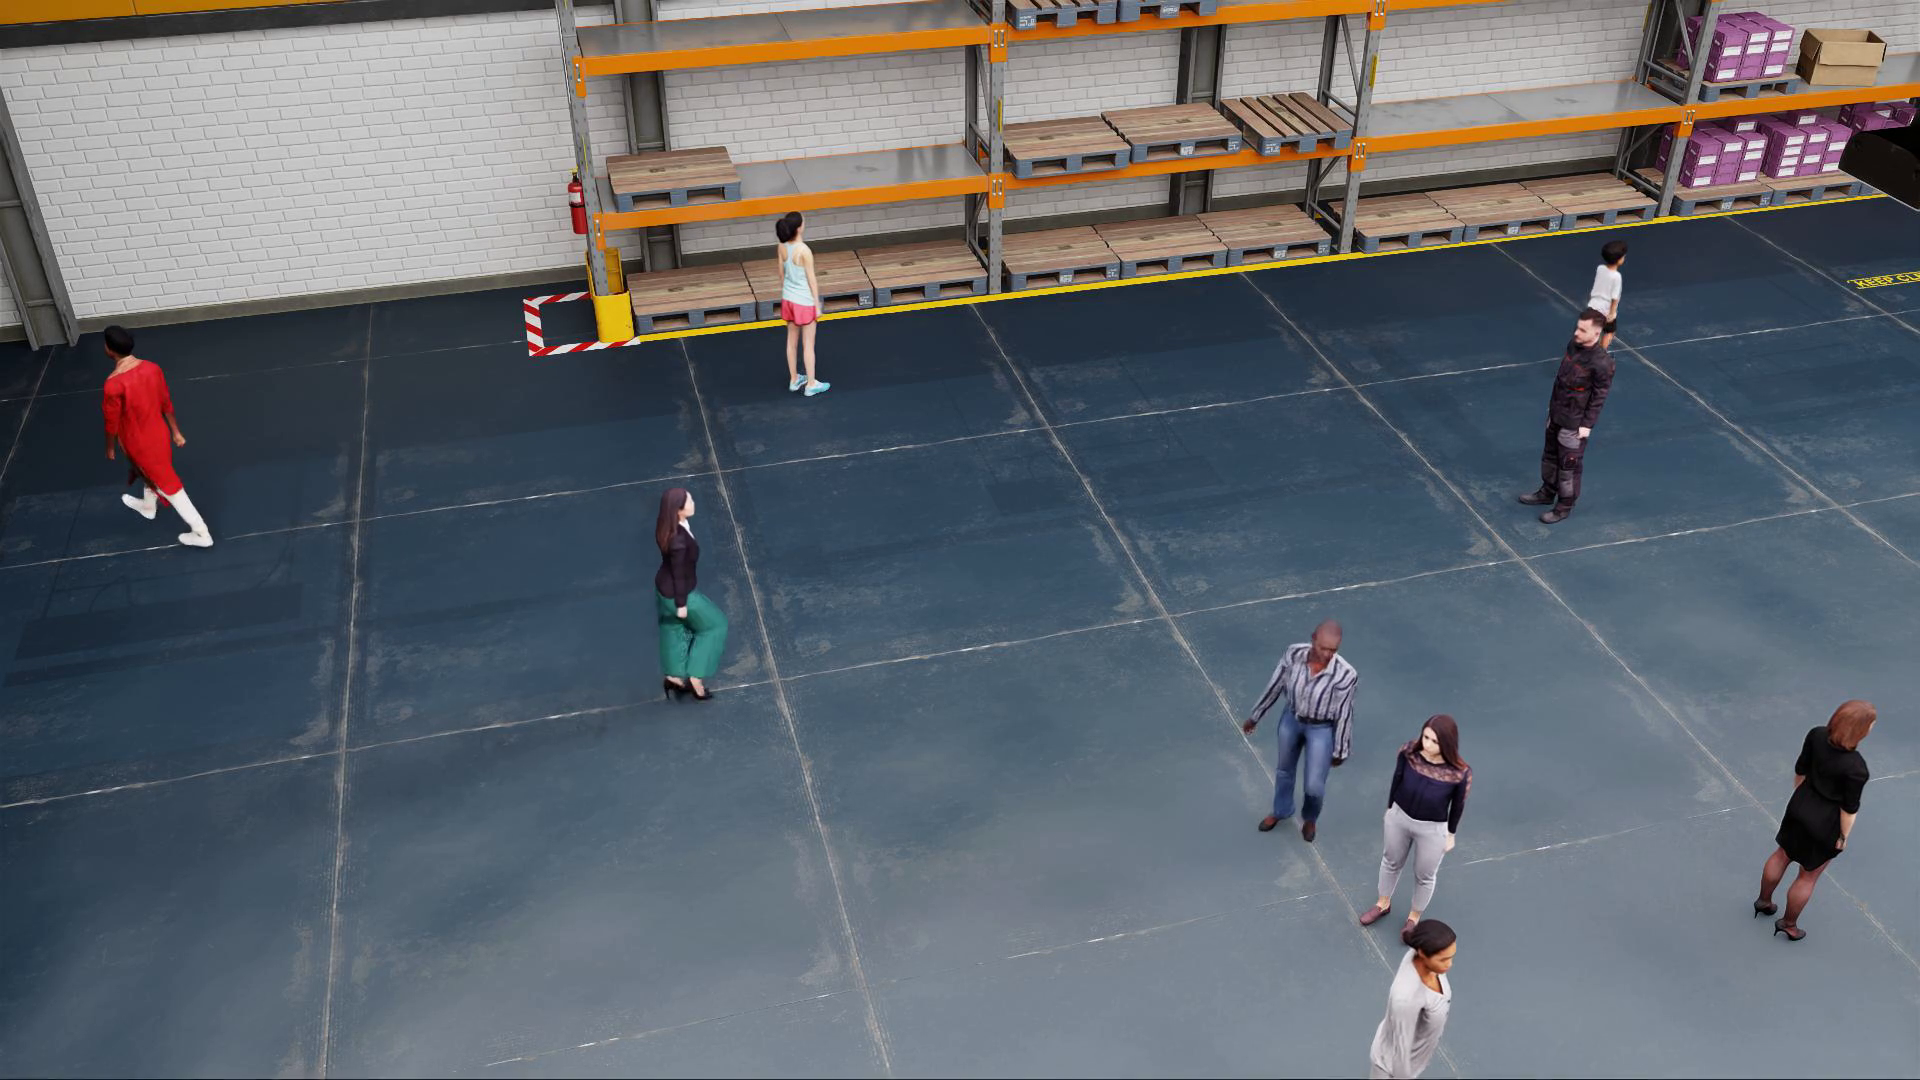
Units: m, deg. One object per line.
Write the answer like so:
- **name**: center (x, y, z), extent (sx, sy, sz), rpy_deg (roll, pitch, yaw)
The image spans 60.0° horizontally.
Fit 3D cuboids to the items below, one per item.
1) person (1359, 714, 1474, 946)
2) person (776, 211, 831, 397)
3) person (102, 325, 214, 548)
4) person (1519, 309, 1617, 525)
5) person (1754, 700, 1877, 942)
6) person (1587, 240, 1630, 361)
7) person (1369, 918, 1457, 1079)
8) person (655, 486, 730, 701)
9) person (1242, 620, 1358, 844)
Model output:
- **person**: center (2.639, 1.653, 9.586), extent (0.681, 1.607, 0.713), rpy_deg (24, 40, 31)
- **person**: center (-1.465, -2.164, 15.187), extent (0.703, 1.764, 0.747), rpy_deg (25, 41, 32)
- **person**: center (-6.255, -0.751, 13.008), extent (1.304, 1.824, 1.121), rpy_deg (10, 35, 15)
- **person**: center (4.940, -1.024, 13.394), extent (0.586, 1.851, 0.700), rpy_deg (-9, 35, -13)
- **person**: center (4.925, 1.603, 9.572), extent (0.492, 1.706, 0.590), rpy_deg (-10, 35, -15)
- **person**: center (6.045, -2.223, 15.741), extent (0.636, 1.250, 0.558), rpy_deg (-14, 36, -20)
- **person**: center (2.167, 2.513, 8.174), extent (0.757, 1.739, 0.712), rpy_deg (16, 37, 22)
- **person**: center (-1.997, 0.412, 11.350), extent (0.759, 1.723, 0.694), rpy_deg (-16, 37, -23)
- **person**: center (2.167, 1.148, 10.194), extent (0.884, 1.775, 0.889), rpy_deg (-26, 42, -34)
